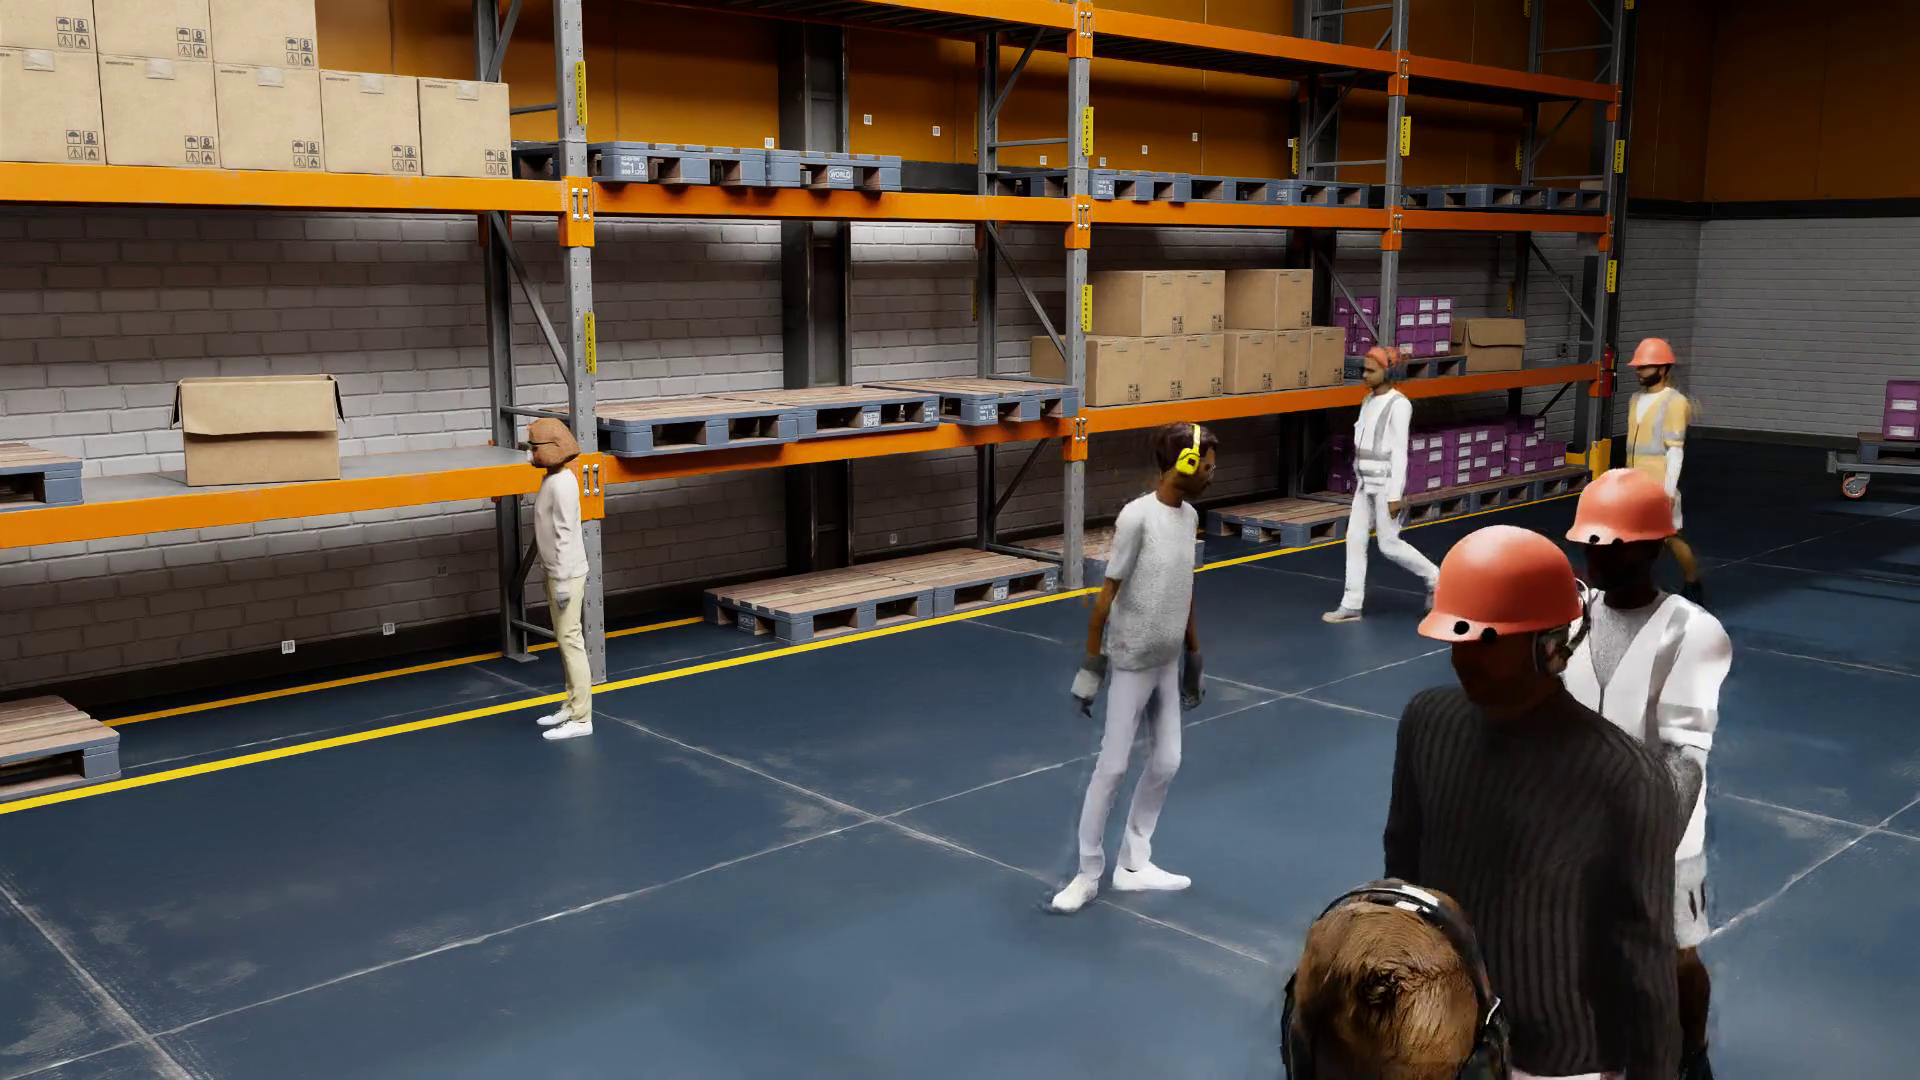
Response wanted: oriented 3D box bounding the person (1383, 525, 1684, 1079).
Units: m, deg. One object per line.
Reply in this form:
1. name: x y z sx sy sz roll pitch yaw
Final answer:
1. person: 1.143 0.915 3.253 0.839 1.959 0.647 -6 11 -30

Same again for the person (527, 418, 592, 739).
1. person: -2.029 0.190 8.442 0.276 1.628 0.497 -4 10 -20

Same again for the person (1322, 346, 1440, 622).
1. person: 2.861 -0.360 11.019 0.826 1.858 0.577 -2 10 -13

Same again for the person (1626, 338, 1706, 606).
1. person: 4.692 -0.417 11.230 0.972 1.895 0.556 -3 10 -17

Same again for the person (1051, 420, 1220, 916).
1. person: 0.641 0.480 6.163 0.398 1.829 0.706 9 13 44

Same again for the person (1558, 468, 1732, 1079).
1. person: 1.771 0.744 4.469 1.017 1.887 0.542 -7 12 -35

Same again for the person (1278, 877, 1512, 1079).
1. person: 0.391 1.241 1.683 0.504 1.833 0.437 6 12 33
